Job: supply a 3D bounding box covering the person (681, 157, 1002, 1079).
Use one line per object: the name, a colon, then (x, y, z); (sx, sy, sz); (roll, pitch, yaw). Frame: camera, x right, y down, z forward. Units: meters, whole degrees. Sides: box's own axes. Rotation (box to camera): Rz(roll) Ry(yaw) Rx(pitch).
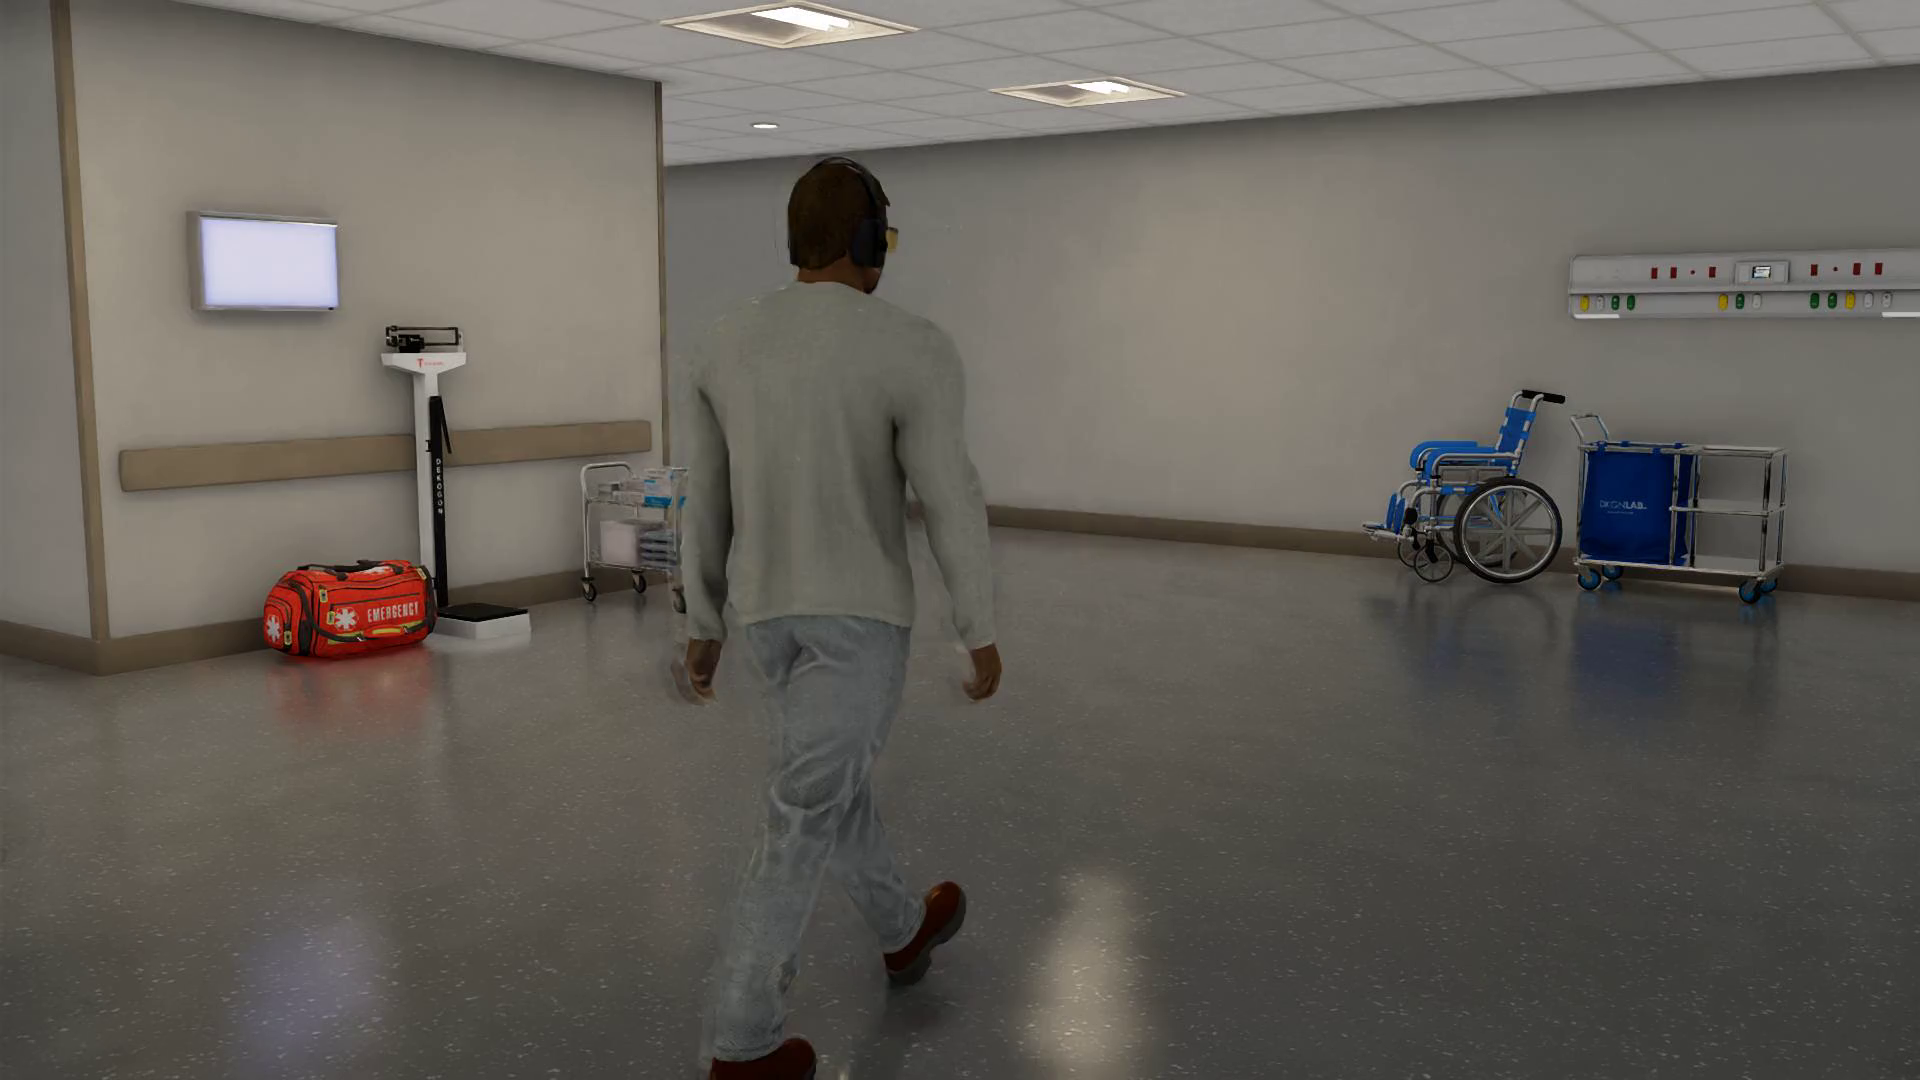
person: (-0.236, 0.158, 3.505); (0.650, 1.882, 1.060); (4, 8, 31)
